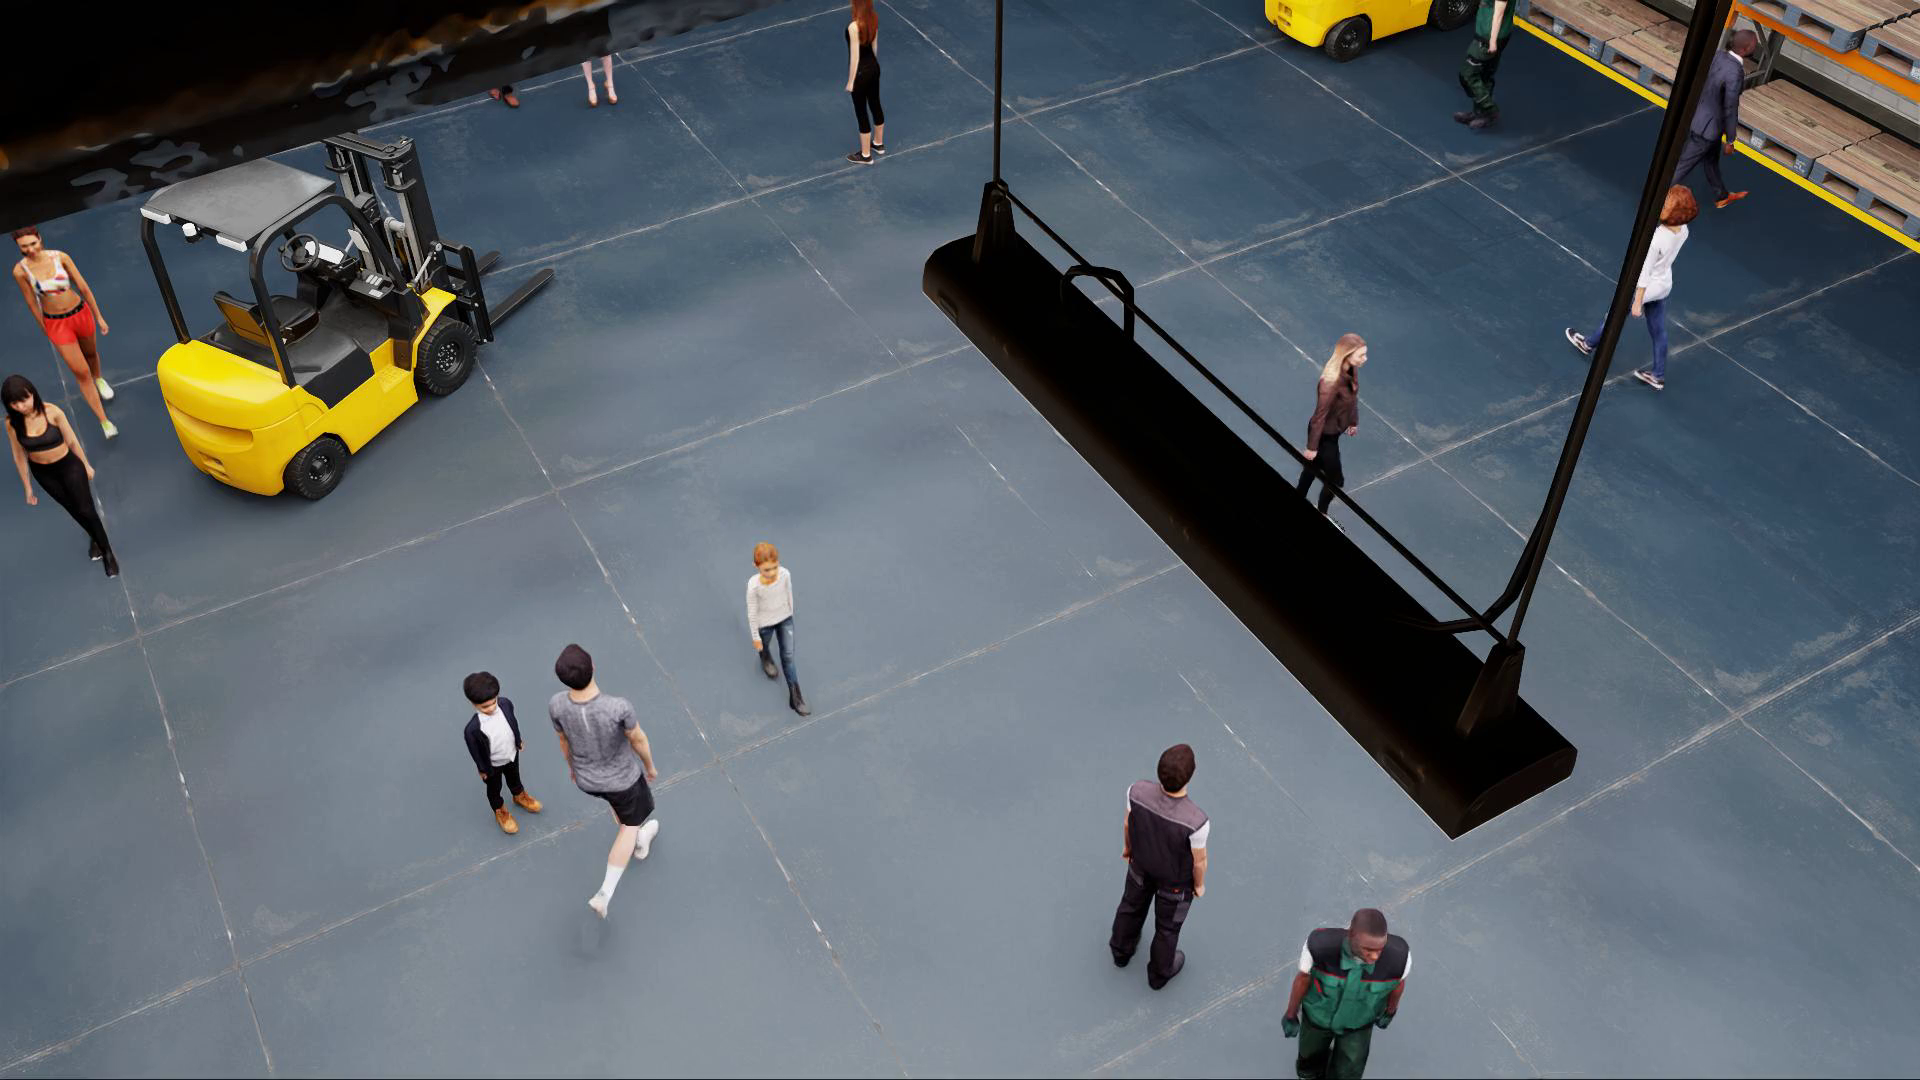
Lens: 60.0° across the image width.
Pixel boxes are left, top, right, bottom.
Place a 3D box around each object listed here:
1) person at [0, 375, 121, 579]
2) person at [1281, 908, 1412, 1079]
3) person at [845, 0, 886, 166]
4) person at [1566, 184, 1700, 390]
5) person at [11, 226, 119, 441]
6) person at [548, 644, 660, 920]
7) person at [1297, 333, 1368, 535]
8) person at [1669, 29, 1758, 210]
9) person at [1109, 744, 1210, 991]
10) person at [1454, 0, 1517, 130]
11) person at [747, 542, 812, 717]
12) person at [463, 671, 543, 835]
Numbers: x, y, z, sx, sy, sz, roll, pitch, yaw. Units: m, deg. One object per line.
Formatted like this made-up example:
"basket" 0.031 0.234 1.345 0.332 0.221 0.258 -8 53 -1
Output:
"person" -6.233 -0.524 11.504 0.659 1.628 0.806 -11 45 -12
"person" 1.913 2.298 8.399 0.850 1.826 0.905 11 45 11
"person" -0.879 -4.324 15.422 0.653 1.726 0.640 22 48 22
"person" 5.438 -1.918 12.939 0.683 1.667 1.120 -24 49 -23
"person" -6.775 -1.692 12.648 0.665 1.741 1.170 -27 50 -25
"person" -2.008 1.377 9.350 1.110 1.847 1.183 11 45 11
"person" 2.520 -0.789 11.738 0.837 1.690 0.783 23 48 22
"person" 6.489 -3.621 14.648 1.190 1.778 1.225 3 44 3
"person" 1.086 1.757 8.955 0.671 1.843 0.798 28 50 26
"person" 5.131 -4.769 15.771 0.884 1.890 0.834 21 47 21
"person" -1.237 0.485 10.697 0.488 1.282 0.914 -21 47 -20
"person" -2.777 1.241 9.944 0.581 1.226 0.567 28 50 26
